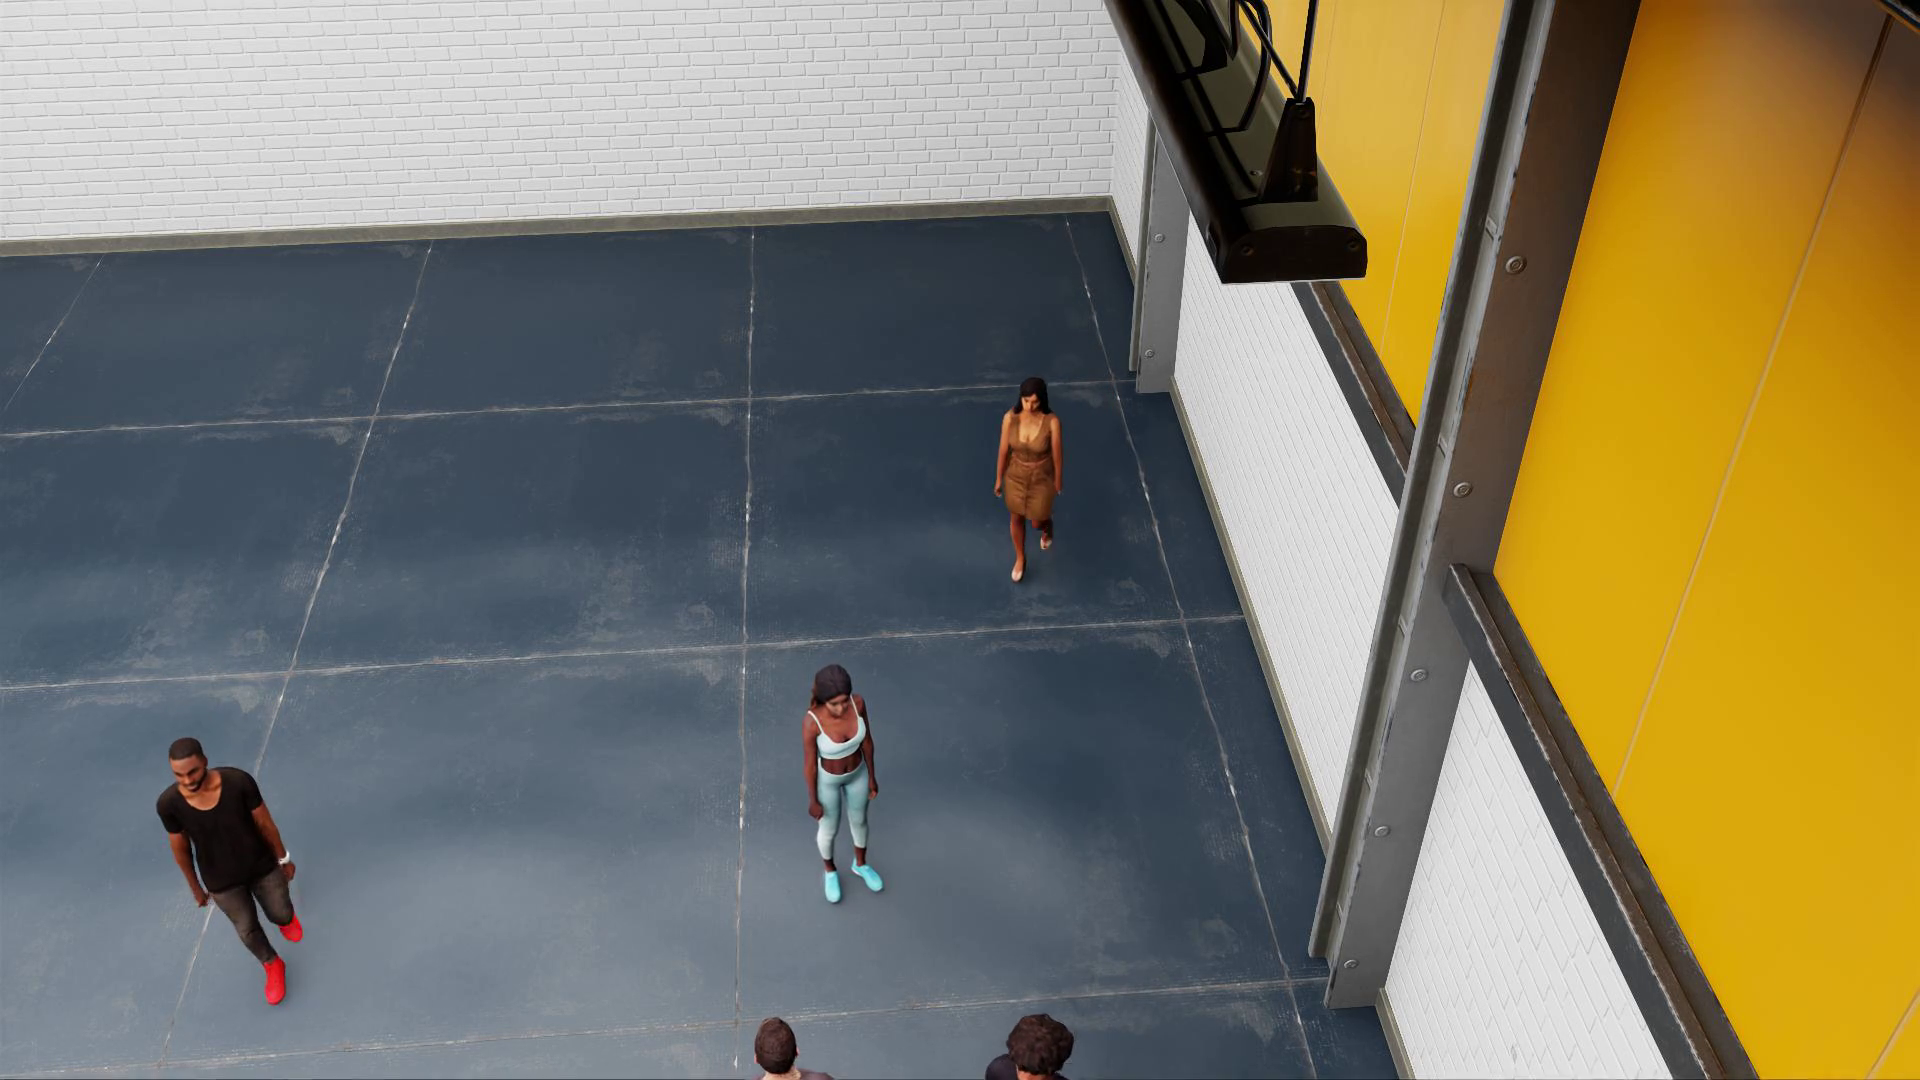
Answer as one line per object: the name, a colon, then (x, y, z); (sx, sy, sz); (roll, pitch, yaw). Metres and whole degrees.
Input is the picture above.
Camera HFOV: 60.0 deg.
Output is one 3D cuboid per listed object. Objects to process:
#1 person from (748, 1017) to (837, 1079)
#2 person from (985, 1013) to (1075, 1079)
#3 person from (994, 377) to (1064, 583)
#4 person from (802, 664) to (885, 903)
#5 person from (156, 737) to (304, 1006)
person: (-0.692, 2.770, 7.193); (0.692, 1.814, 1.174); (-1, 39, -1)
person: (0.330, 2.632, 7.395); (0.952, 1.778, 1.092); (19, 42, 22)
person: (0.505, -0.456, 11.347); (0.739, 1.671, 0.829); (13, 41, 16)
person: (-0.658, 1.310, 9.093); (0.648, 1.723, 0.662); (-20, 43, -23)
person: (-3.747, 1.628, 8.640); (0.794, 1.794, 0.888); (-14, 41, -17)
